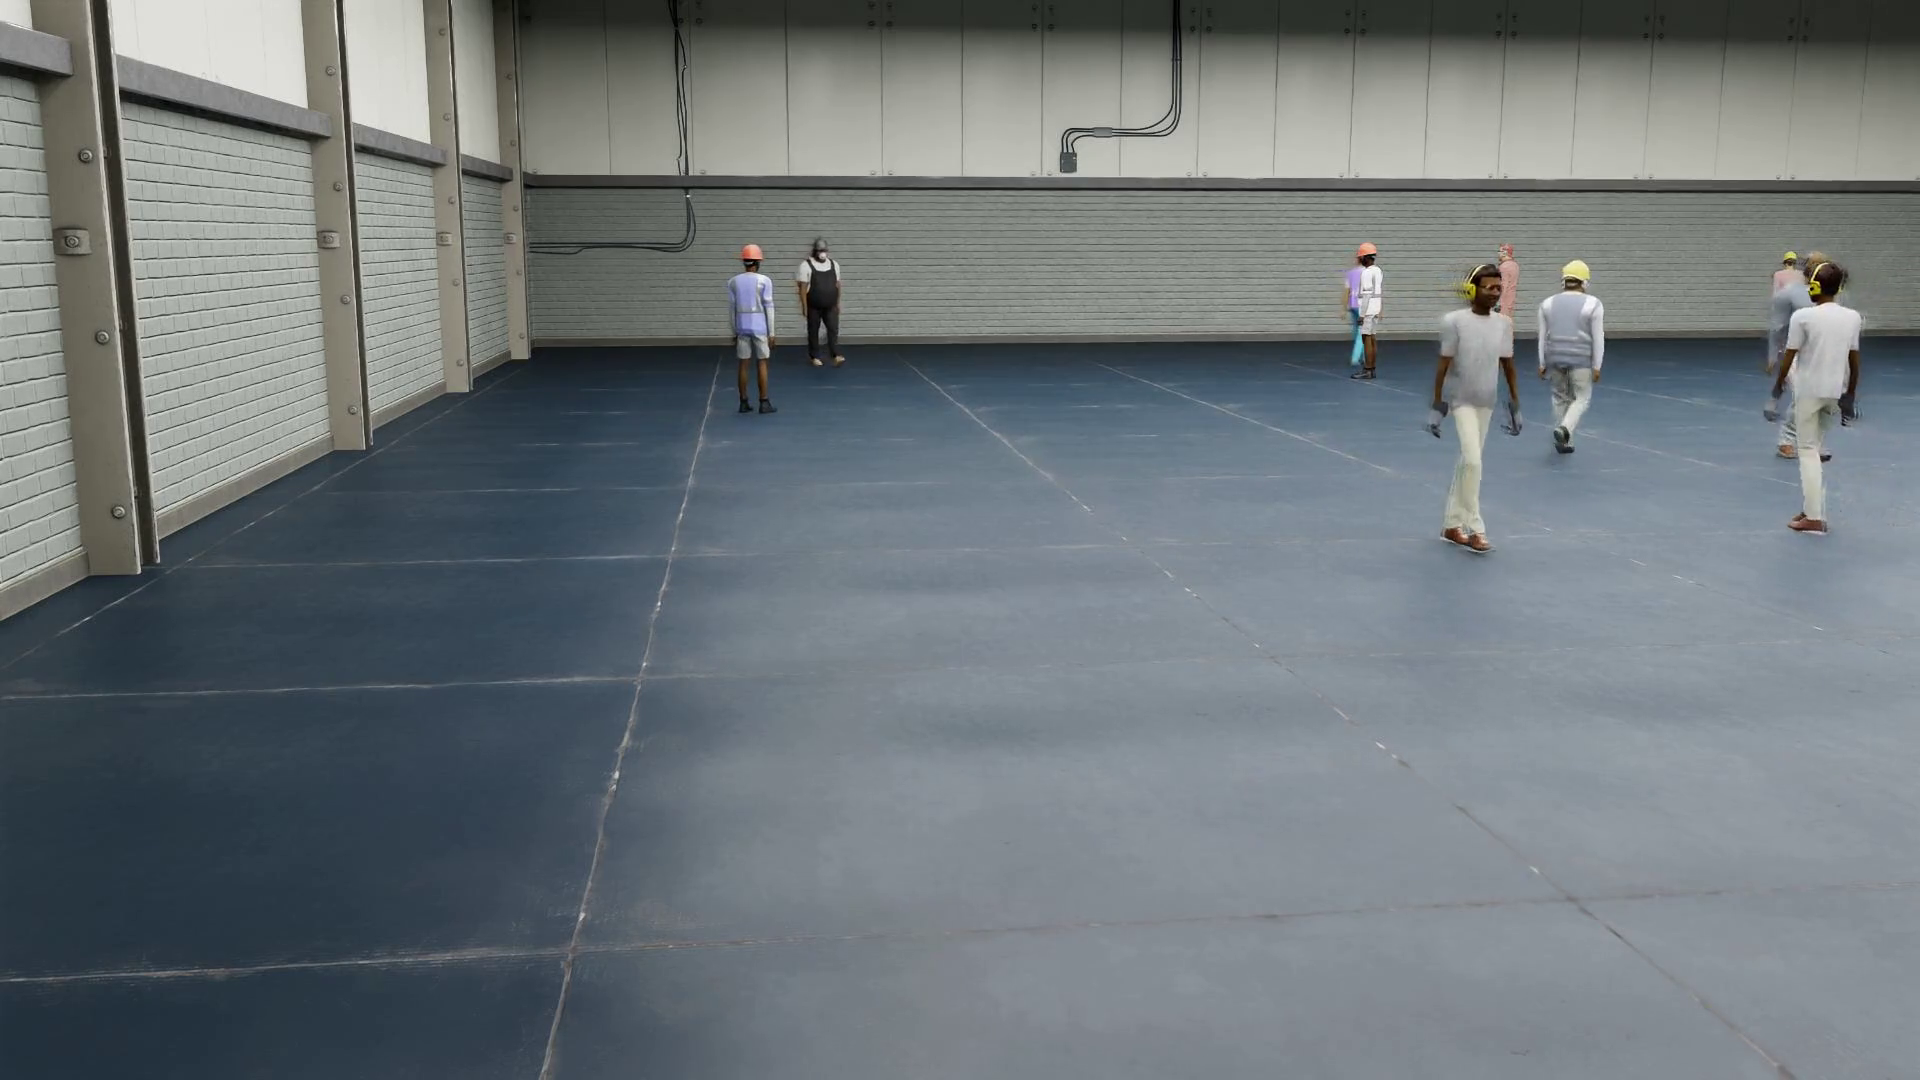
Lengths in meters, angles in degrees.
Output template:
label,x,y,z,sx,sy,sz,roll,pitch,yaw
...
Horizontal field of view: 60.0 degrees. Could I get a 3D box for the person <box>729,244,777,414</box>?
label,x,y,z,sx,sy,sz,roll,pitch,yaw
person,-2.370,-2.420,19.128,0.550,1.933,0.375,3,11,18

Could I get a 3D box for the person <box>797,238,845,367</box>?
label,x,y,z,sx,sy,sz,roll,pitch,yaw
person,-2.127,-3.692,25.811,0.708,2.000,0.954,-4,11,-23

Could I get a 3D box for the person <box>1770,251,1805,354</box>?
label,x,y,z,sx,sy,sz,roll,pitch,yaw
person,14.358,-4.117,28.891,0.524,1.770,0.315,1,10,8

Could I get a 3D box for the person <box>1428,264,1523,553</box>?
label,x,y,z,sx,sy,sz,roll,pitch,yaw
person,3.373,-0.832,10.667,0.564,1.841,0.797,-4,11,-19

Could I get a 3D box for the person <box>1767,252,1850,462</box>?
label,x,y,z,sx,sy,sz,roll,pitch,yaw
person,7.628,-1.621,14.886,0.653,1.883,1.006,0,10,-2

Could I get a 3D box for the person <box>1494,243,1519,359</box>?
label,x,y,z,sx,sy,sz,roll,pitch,yaw
person,9.055,-3.979,27.739,0.408,1.913,0.644,7,12,33

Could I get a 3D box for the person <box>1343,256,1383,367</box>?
label,x,y,z,sx,sy,sz,roll,pitch,yaw
person,6.327,-3.611,26.038,0.583,1.795,0.999,7,13,34

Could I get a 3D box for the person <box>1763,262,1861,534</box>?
label,x,y,z,sx,sy,sz,roll,pitch,yaw
person,5.851,-0.975,11.463,0.532,1.851,0.601,-3,11,-14

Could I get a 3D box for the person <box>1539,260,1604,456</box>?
label,x,y,z,sx,sy,sz,roll,pitch,yaw
person,5.555,-1.640,15.183,0.599,1.813,0.617,9,13,40

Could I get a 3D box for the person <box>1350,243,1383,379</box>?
label,x,y,z,sx,sy,sz,roll,pitch,yaw
person,5.796,-3.256,23.713,0.366,1.935,0.543,6,12,31
